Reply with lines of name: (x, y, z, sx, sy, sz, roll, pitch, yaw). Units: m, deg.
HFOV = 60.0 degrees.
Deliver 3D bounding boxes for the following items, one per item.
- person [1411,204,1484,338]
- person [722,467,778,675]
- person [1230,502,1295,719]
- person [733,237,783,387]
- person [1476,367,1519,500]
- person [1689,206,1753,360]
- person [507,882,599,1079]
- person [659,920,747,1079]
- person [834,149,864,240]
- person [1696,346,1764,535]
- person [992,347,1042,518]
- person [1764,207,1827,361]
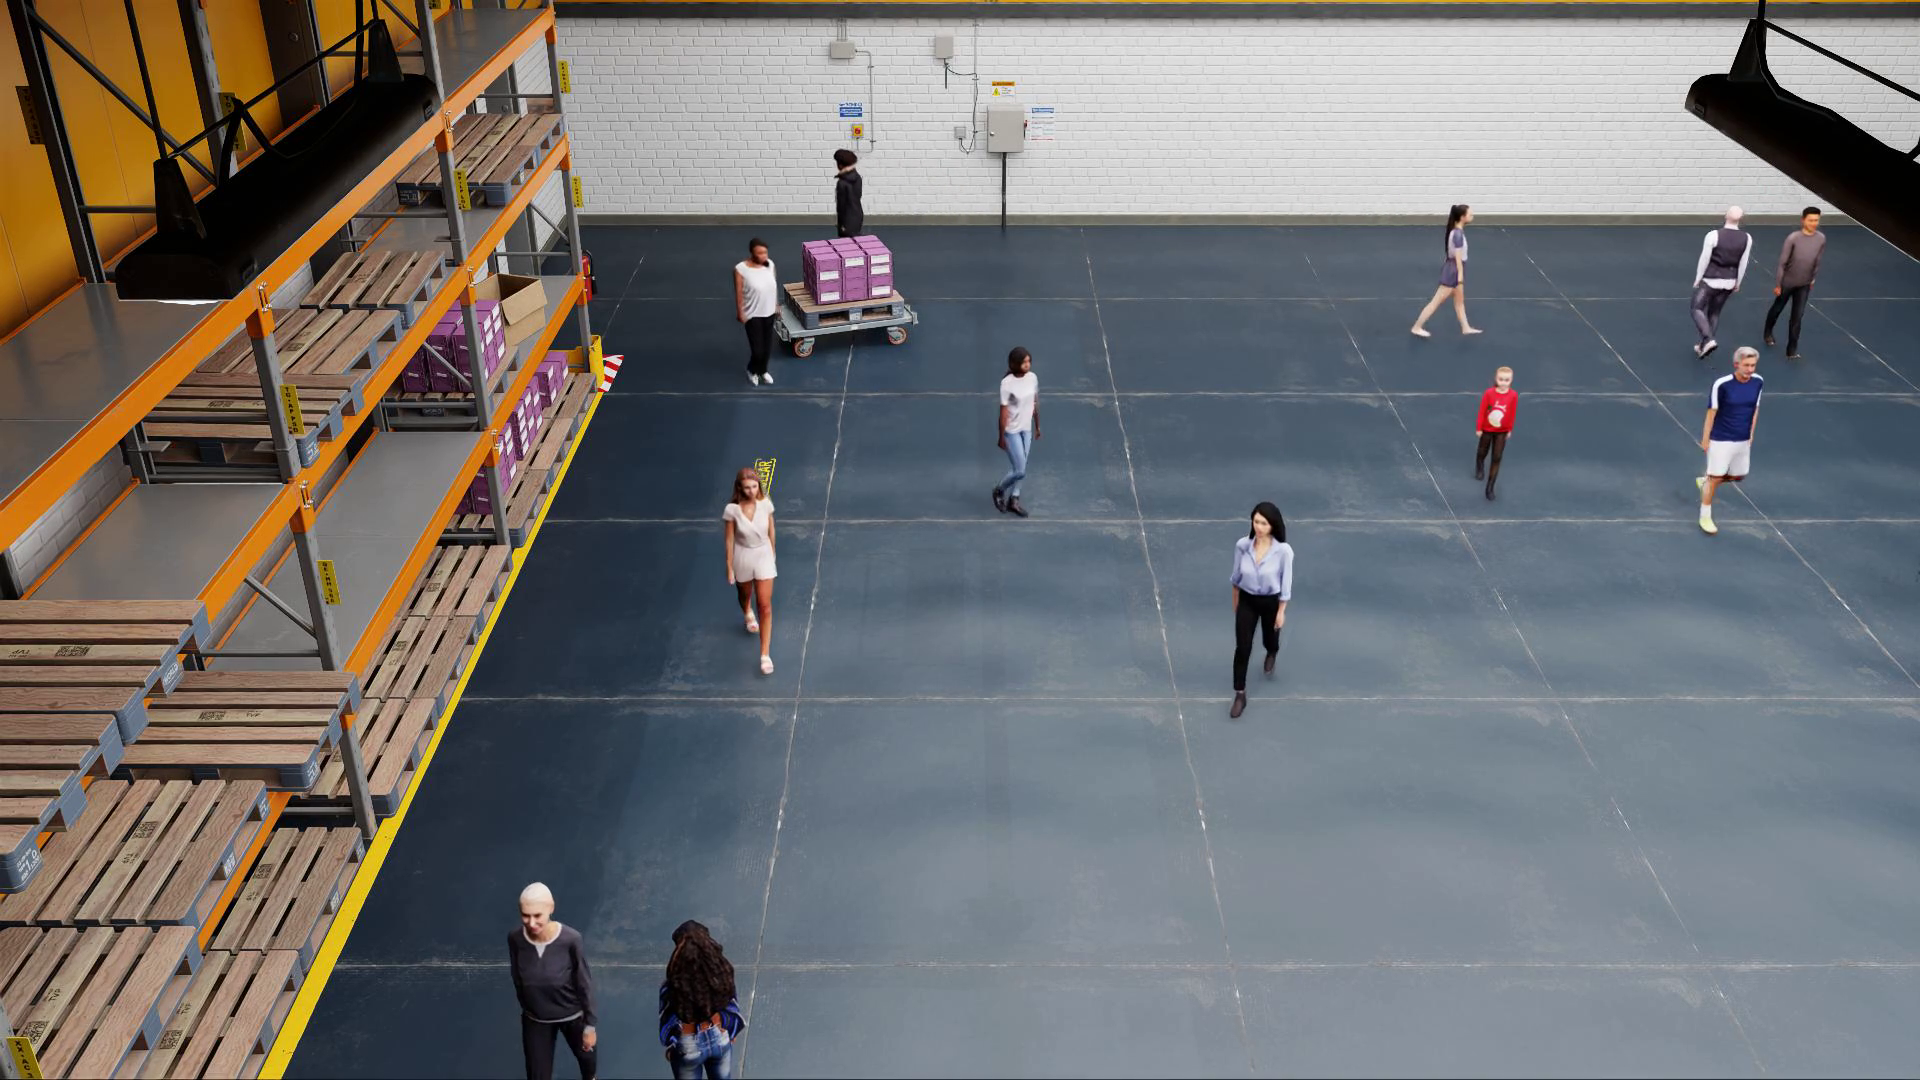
person: (5.660, -3.106, 19.456, 0.819, 1.604, 1.041, 6, 29, 11)
person: (-1.694, 0.158, 13.418, 0.761, 1.657, 1.184, -7, 29, -12)
person: (2.337, 0.485, 12.756, 0.908, 1.716, 1.156, 11, 31, 20)
person: (-2.244, -2.543, 18.351, 0.768, 1.674, 0.818, -22, 35, -34)
person: (5.174, -1.088, 16.118, 0.614, 1.259, 0.938, 6, 29, 10)
person: (8.565, -2.853, 18.785, 0.678, 1.803, 0.871, 0, 29, 0)
person: (-2.183, 2.500, 9.087, 0.634, 1.693, 0.981, 0, 29, -1)
person: (-1.376, 2.675, 8.837, 0.692, 1.625, 0.702, -15, 32, -25)
person: (-1.329, -4.028, 20.992, 1.003, 1.754, 1.048, 16, 33, 27)
person: (7.038, -0.979, 15.328, 0.729, 1.824, 0.888, -5, 29, -8)
person: (0.479, -1.028, 15.534, 0.818, 1.713, 0.757, 24, 37, 37)
person: (9.548, -2.976, 19.098, 1.162, 1.719, 0.710, 0, 29, 0)
